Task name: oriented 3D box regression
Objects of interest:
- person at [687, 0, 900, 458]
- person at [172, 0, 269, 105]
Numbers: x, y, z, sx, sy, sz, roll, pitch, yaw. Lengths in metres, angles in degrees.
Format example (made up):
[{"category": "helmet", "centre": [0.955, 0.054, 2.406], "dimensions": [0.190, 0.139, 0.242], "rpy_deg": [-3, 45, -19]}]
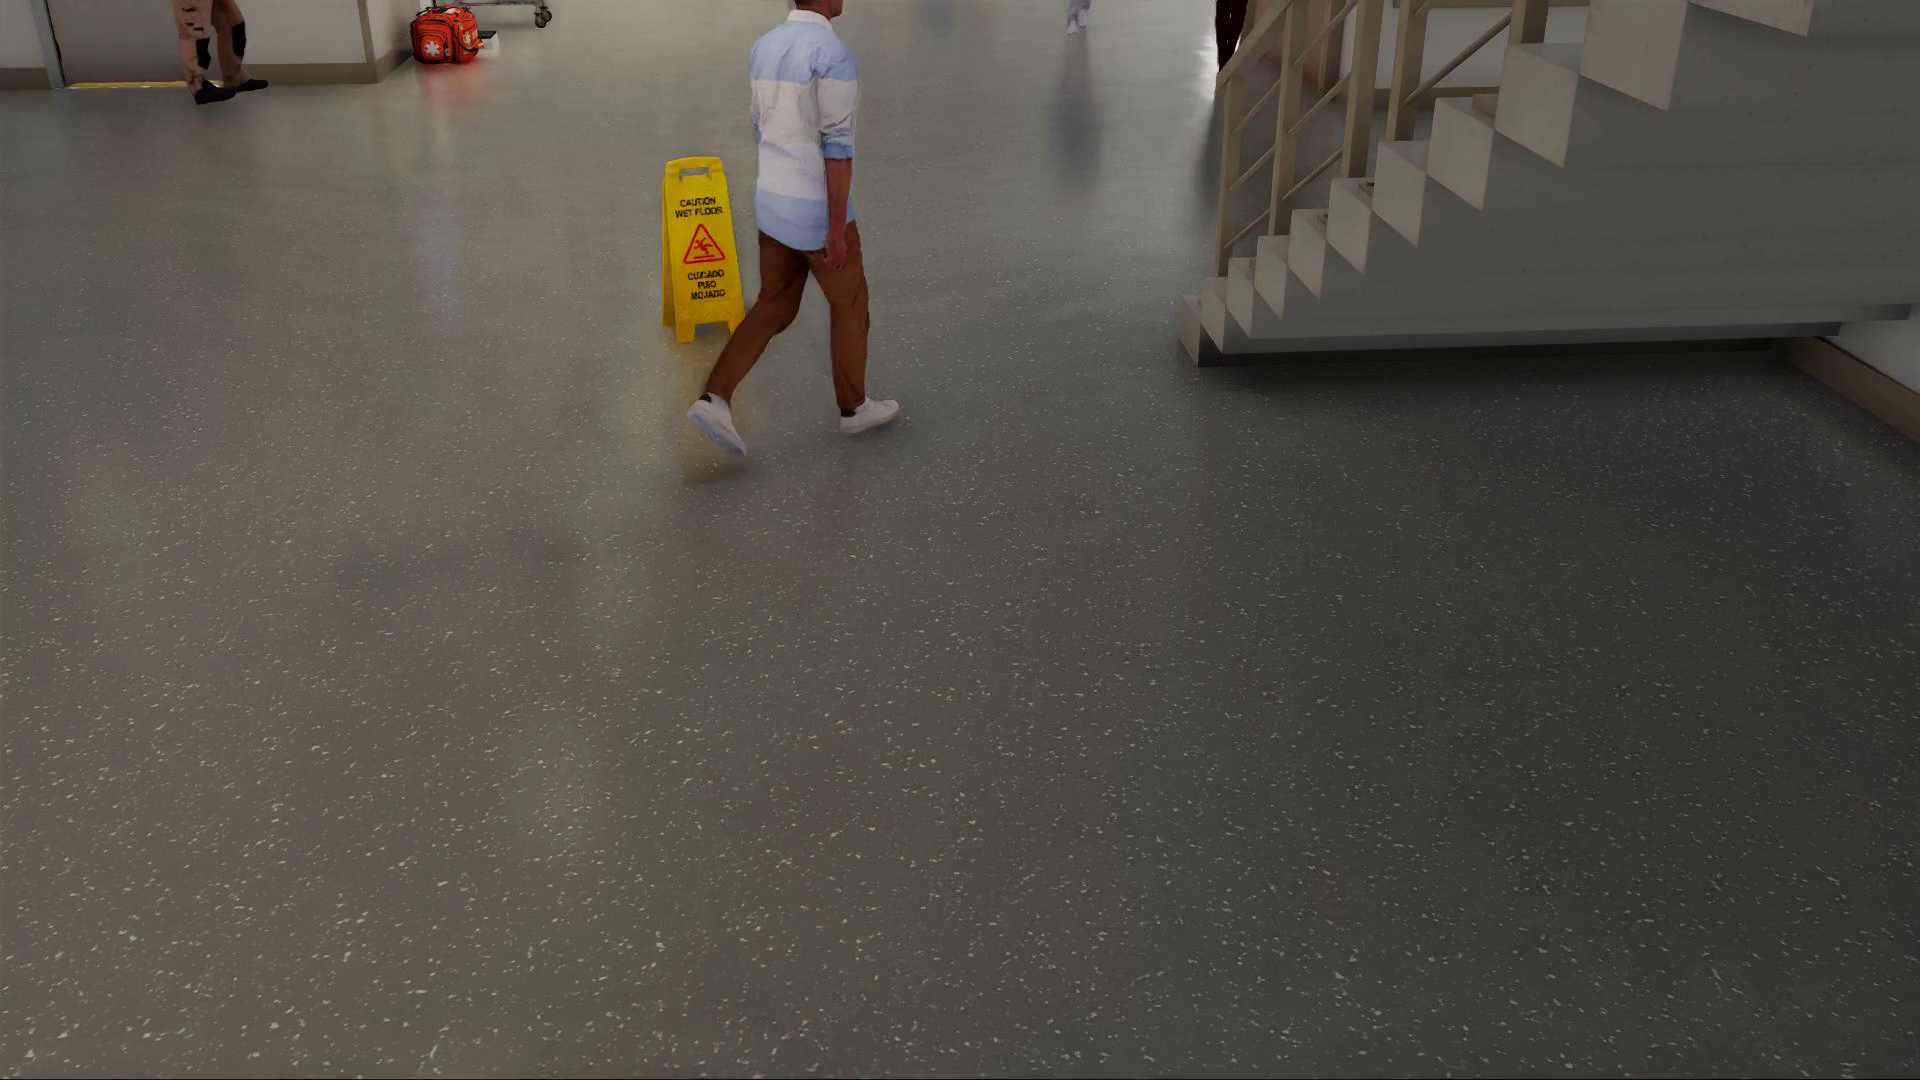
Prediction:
[{"category": "person", "centre": [-0.617, -1.152, 5.925], "dimensions": [1.179, 1.792, 1.190], "rpy_deg": [23, 34, 39]}, {"category": "person", "centre": [-5.562, -4.058, 11.913], "dimensions": [0.852, 1.827, 0.815], "rpy_deg": [-6, 26, -12]}]
